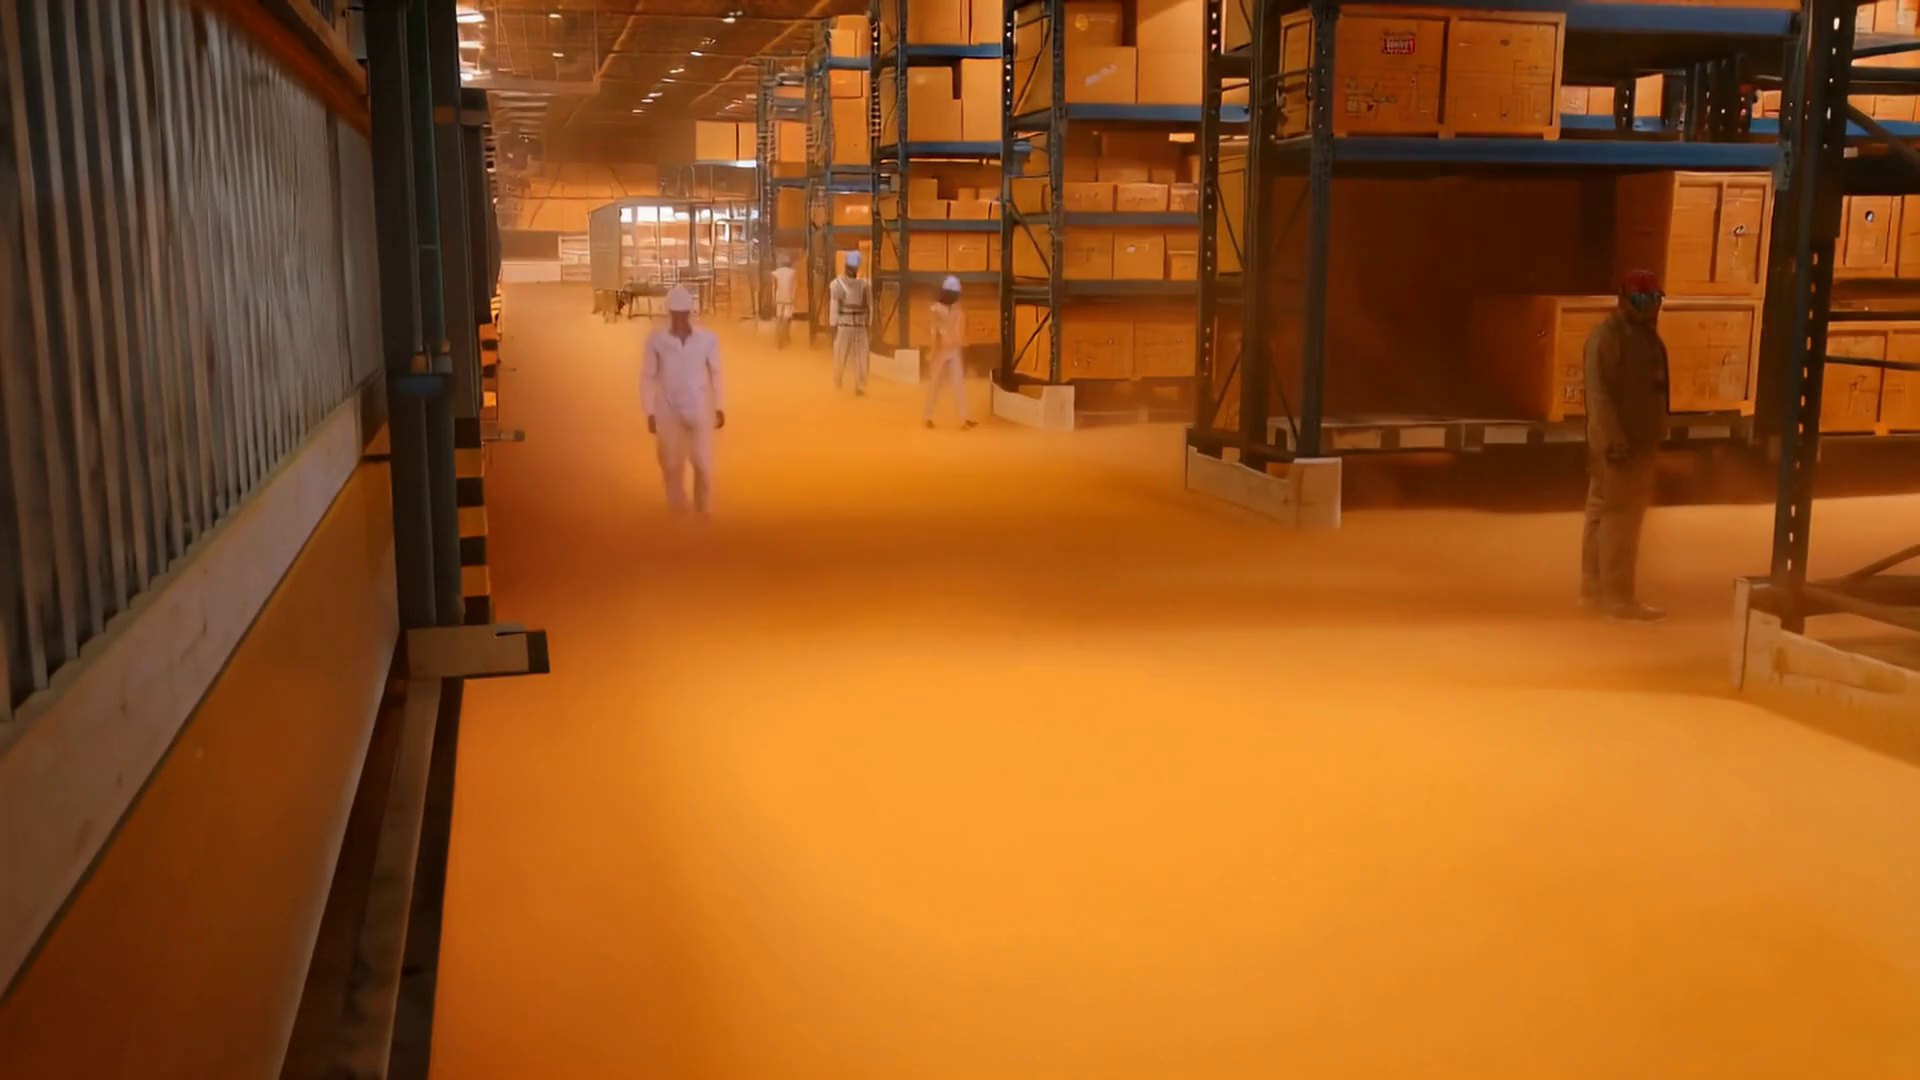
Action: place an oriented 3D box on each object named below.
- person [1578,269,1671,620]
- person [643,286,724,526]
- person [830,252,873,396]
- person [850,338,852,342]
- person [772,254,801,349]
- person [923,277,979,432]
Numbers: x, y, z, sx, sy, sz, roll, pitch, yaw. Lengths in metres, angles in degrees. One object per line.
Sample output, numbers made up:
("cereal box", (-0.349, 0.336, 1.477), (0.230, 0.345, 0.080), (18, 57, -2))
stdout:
("person", (3.658, -0.521, 9.101), (0.405, 1.903, 0.636), (-1, 10, -8))
("person", (-1.983, -0.954, 12.014), (0.597, 1.724, 0.743), (-2, 10, -14))
("person", (-1.459, -2.916, 22.521), (0.607, 1.947, 0.406), (-4, 11, -22))
("person", (-2.334, -5.099, 35.189), (0.430, 1.845, 0.619), (2, 10, 13))
("person", (-3.430, -4.724, 32.982), (0.563, 1.872, 1.014), (3, 10, 15))
("person", (-0.125, -2.016, 18.173), (0.504, 1.680, 0.921), (-6, 12, -31))
